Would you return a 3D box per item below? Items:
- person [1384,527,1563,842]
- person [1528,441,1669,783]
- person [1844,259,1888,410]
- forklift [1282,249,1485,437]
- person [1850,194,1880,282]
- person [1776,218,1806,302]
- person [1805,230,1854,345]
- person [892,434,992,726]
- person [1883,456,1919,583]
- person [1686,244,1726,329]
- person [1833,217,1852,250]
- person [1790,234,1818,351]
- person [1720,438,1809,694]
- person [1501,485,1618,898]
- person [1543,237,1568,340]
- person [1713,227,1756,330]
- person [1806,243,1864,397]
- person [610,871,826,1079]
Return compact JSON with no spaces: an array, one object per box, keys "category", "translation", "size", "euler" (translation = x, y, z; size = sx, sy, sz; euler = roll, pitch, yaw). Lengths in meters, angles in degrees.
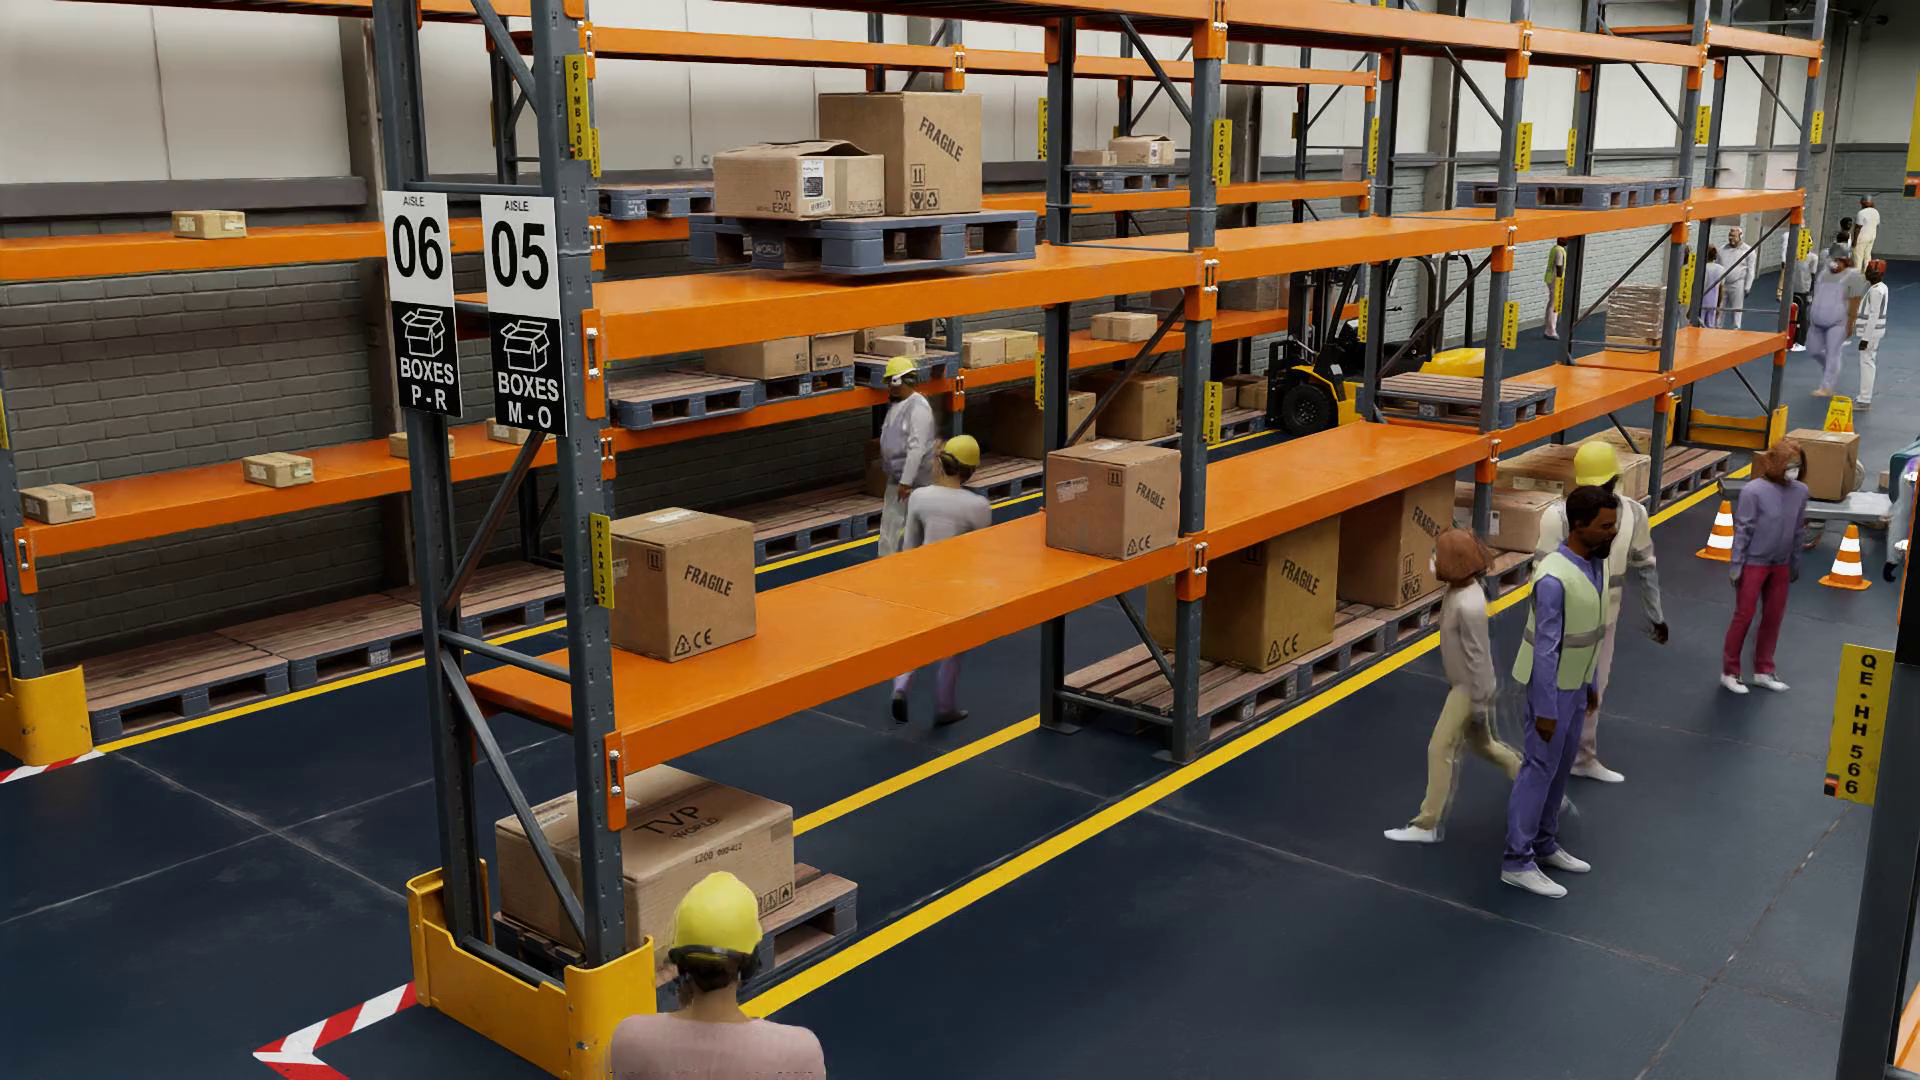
[{"category":"person","translation":[2.549,0.713,8.084],"size":[0.809,1.595,0.512],"euler":[2,14,8]},{"category":"person","translation":[3.359,0.394,8.765],"size":[0.770,1.903,0.440],"euler":[-3,14,-13]},{"category":"person","translation":[11.392,-2.569,20.858],"size":[0.355,1.882,0.576],"euler":[8,16,30]},{"category":"forklift","translation":[4.886,-2.214,18.767],"size":[2.313,2.155,1.214],"euler":[11,18,38]},{"category":"person","translation":[20.929,-7.006,38.596],"size":[0.684,2.000,0.536],"euler":[-7,16,-28]},{"category":"person","translation":[17.004,-5.708,33.950],"size":[0.550,1.735,0.380],"euler":[-2,14,-9]},{"category":"person","translation":[14.213,-4.102,27.118],"size":[0.846,1.884,0.582],"euler":[-5,15,-21]},{"category":"person","translation":[-0.097,0.261,9.628],"size":[0.538,1.742,0.549],"euler":[7,16,28]},{"category":"person","translation":[5.981,0.128,10.034],"size":[0.679,1.808,0.694],"euler":[10,17,35]},{"category":"person","translation":[10.844,-3.380,24.234],"size":[0.514,1.844,0.333],"euler":[-3,14,-10]},{"category":"person","translation":[18.480,-5.925,34.921],"size":[0.532,1.690,0.322],"euler":[-10,17,-36]},{"category":"person","translation":[13.368,-3.936,26.477],"size":[0.327,1.862,0.511],"euler":[-4,14,-14]},{"category":"person","translation":[4.980,0.164,10.266],"size":[0.520,1.622,0.316],"euler":[-4,14,-15]},{"category":"person","translation":[2.743,0.673,7.615],"size":[0.395,1.910,0.584],"euler":[11,17,37]},{"category":"person","translation":[10.002,-4.278,27.904],"size":[0.389,1.839,0.563],"euler":[2,14,10]},{"category":"person","translation":[12.662,-4.174,27.338],"size":[0.406,1.906,0.654],"euler":[-13,19,-43]},{"category":"person","translation":[11.531,-2.918,21.948],"size":[0.679,2.000,0.693],"euler":[-7,15,-25]},{"category":"person","translation":[-0.569,1.653,3.944],"size":[0.537,1.757,0.476],"euler":[3,14,12]}]
